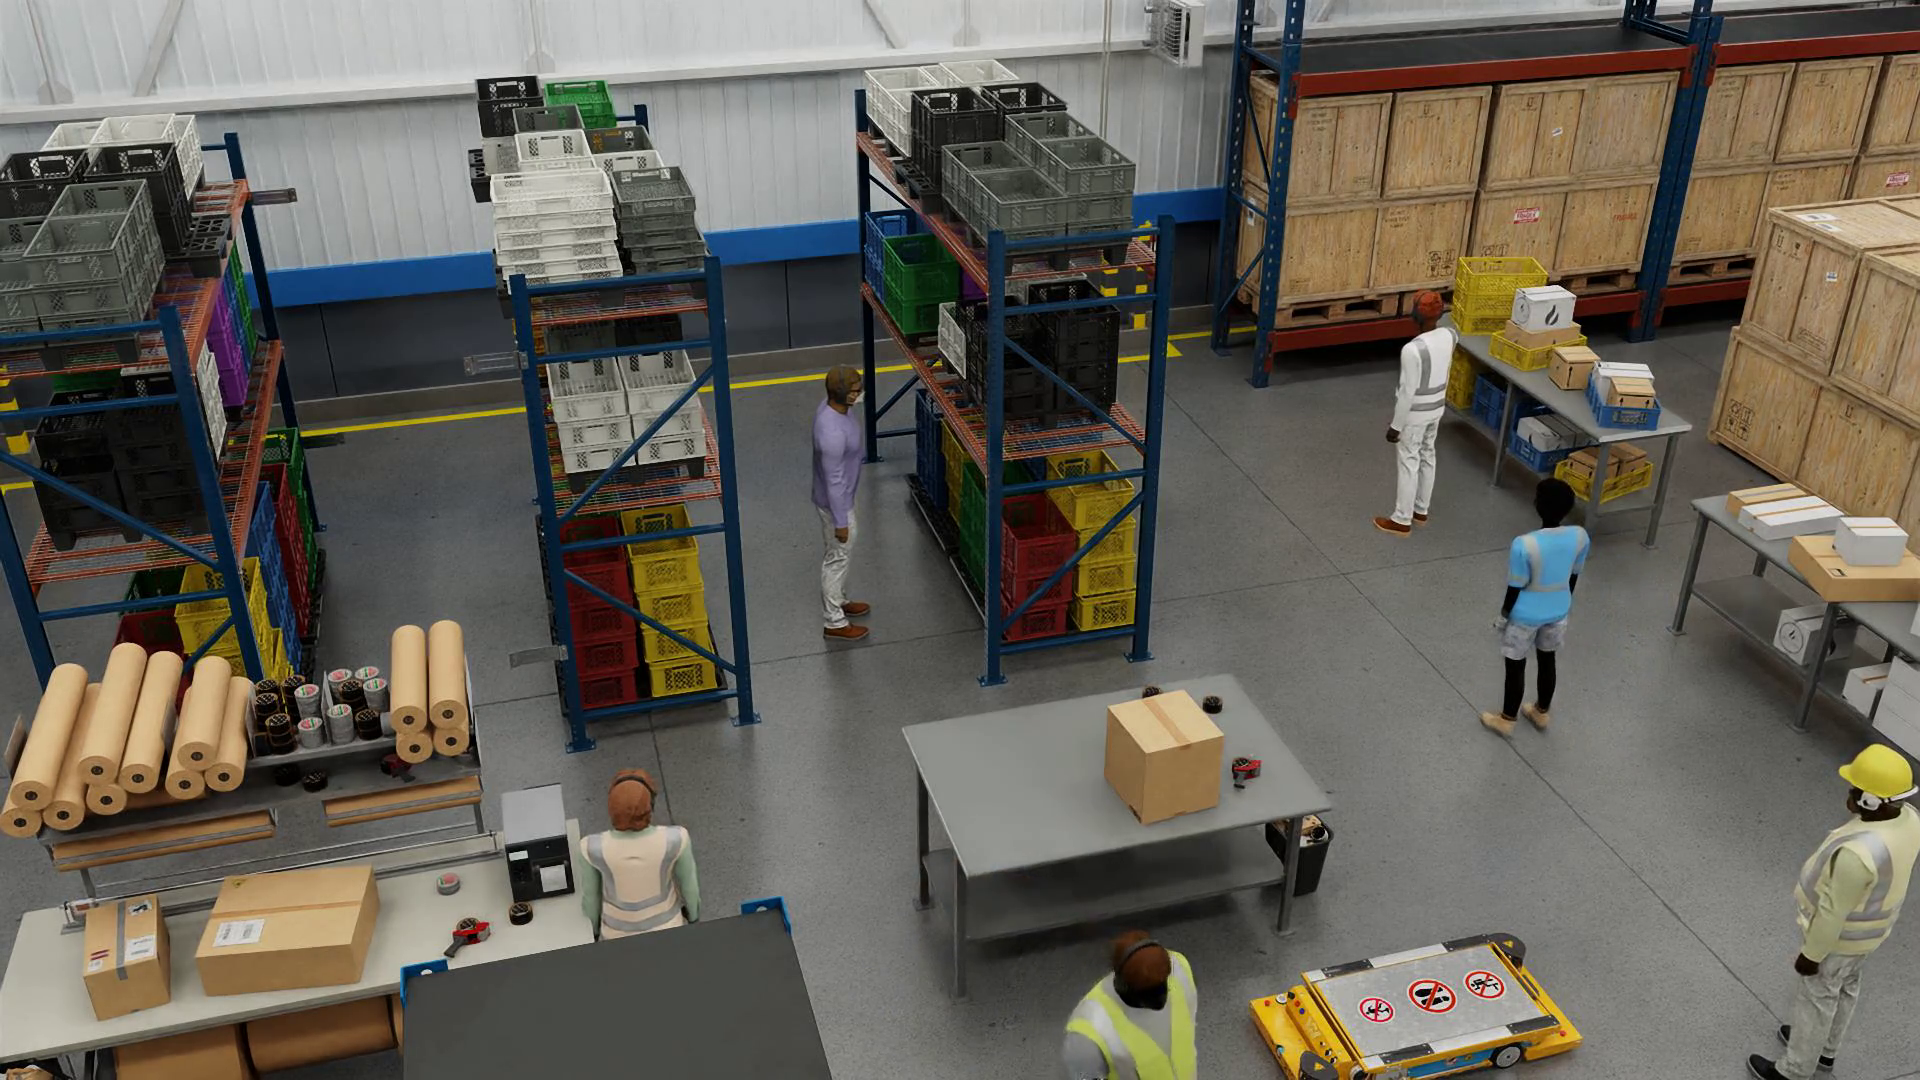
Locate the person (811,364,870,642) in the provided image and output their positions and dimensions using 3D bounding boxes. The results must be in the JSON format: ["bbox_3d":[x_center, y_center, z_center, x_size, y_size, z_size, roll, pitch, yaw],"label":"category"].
[{"bbox_3d":[-0.787,-0.248,10.873,0.370,1.931,0.633,-1,29,-2],"label":"person"}]

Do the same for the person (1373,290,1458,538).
[{"bbox_3d":[3.336,-0.919,12.145,0.575,1.882,0.359,-23,36,-36],"label":"person"}]

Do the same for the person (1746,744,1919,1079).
[{"bbox_3d":[3.933,1.703,7.436,0.594,1.824,0.403,-23,36,-35],"label":"person"}]

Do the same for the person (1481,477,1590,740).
[{"bbox_3d":[3.428,0.413,9.909,0.540,1.696,0.317,-10,30,-18],"label":"person"}]

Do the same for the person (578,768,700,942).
[{"bbox_3d":[-1.432,1.756,7.538,0.523,1.631,0.316,-6,29,-11],"label":"person"}]

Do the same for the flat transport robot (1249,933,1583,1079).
[{"bbox_3d":[2.184,2.282,7.980,1.431,0.197,0.652,-8,30,-14],"label":"flat transport robot"}]

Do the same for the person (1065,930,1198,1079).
[{"bbox_3d":[0.702,2.231,6.466,0.642,1.830,0.473,-21,35,-33],"label":"person"}]
